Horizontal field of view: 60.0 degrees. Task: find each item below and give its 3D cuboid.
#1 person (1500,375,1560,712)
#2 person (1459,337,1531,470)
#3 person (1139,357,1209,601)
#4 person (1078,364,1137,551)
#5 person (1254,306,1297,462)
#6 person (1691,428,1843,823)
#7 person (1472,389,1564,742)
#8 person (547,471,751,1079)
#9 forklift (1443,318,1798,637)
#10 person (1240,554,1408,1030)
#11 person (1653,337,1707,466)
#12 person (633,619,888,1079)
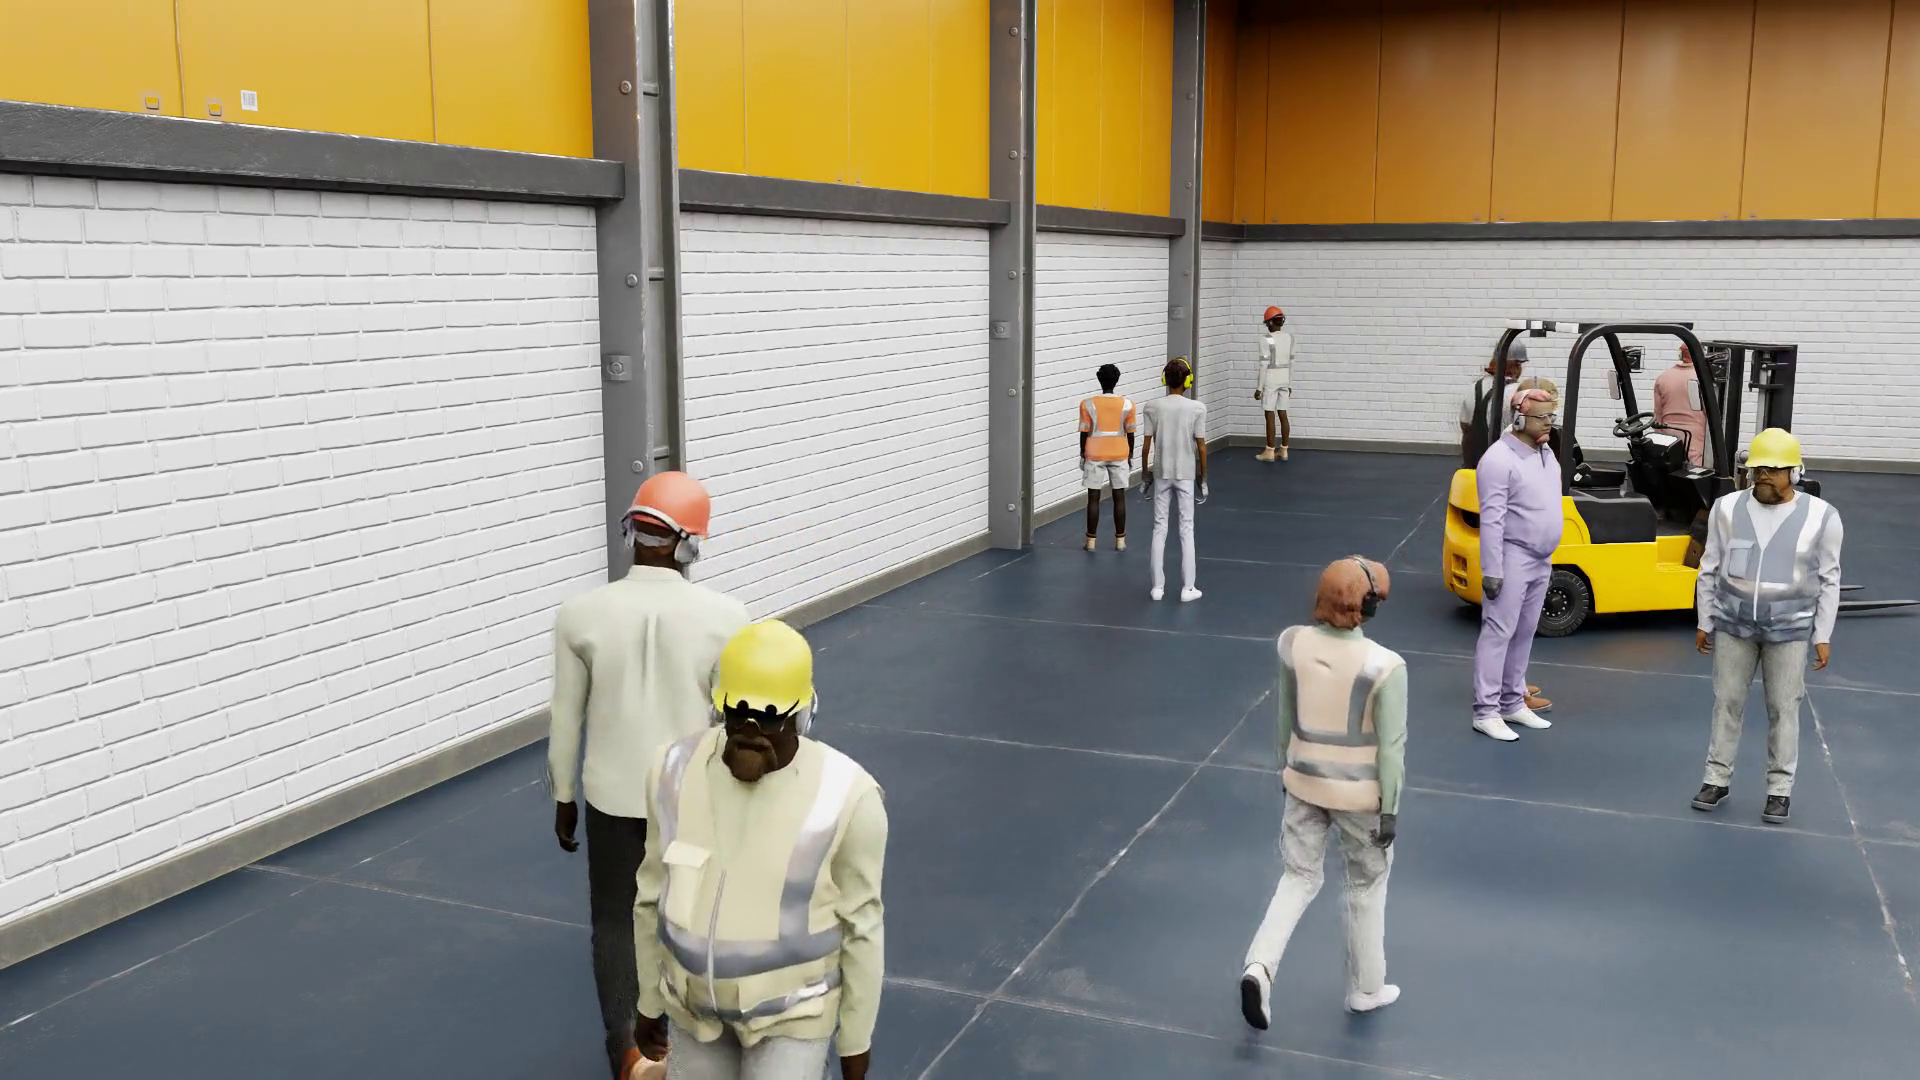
[{"bbox_3d":[3.274,0.014,9.668,0.371,1.939,0.627,2,10,11],"label":"person"},{"bbox_3d":[4.341,-0.608,13.125,0.778,2.000,0.692,-3,10,-20],"label":"person"},{"bbox_3d":[1.642,-0.462,12.758,0.538,1.869,0.313,3,10,17],"label":"person"},{"bbox_3d":[1.323,-0.736,14.966,0.532,1.691,0.318,-1,9,-5],"label":"person"},{"bbox_3d":[4.117,-2.044,21.854,0.605,2.034,0.389,-6,11,-32],"label":"person"},{"bbox_3d":[3.717,0.391,7.704,0.600,1.830,0.403,7,12,37],"label":"person"},{"bbox_3d":[3.068,0.128,9.074,0.652,1.906,0.403,-9,13,-42],"label":"person"},{"bbox_3d":[-0.928,0.785,4.982,0.620,1.953,0.862,-1,9,-8],"label":"person"},{"bbox_3d":[4.706,-0.497,11.990,2.313,2.155,1.214,-2,10,-10],"label":"forklift"},{"bbox_3d":[1.234,0.853,5.562,0.522,1.615,0.671,8,13,42],"label":"person"},{"bbox_3d":[6.732,-0.912,15.370,0.409,1.909,0.651,-6,11,-33],"label":"person"},{"bbox_3d":[-0.448,1.040,3.842,0.600,1.806,0.592,3,10,19],"label":"person"}]
